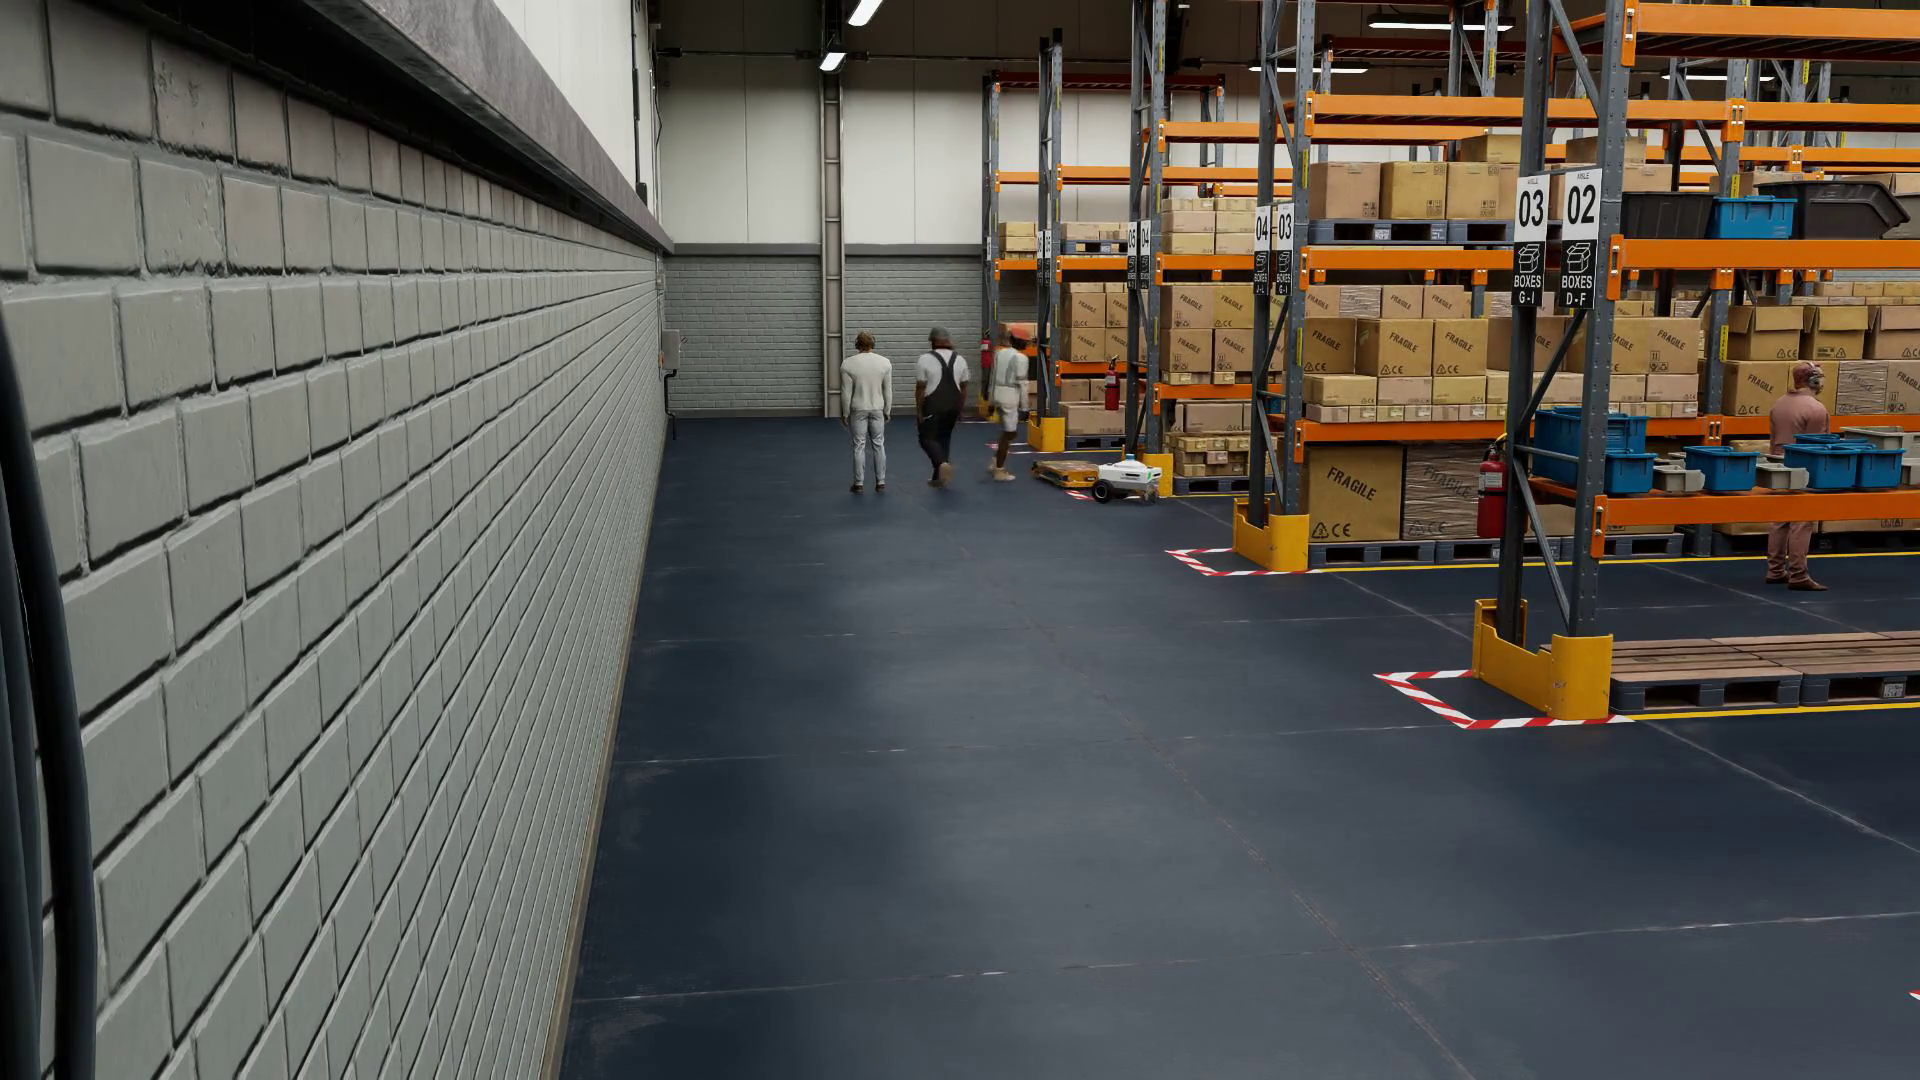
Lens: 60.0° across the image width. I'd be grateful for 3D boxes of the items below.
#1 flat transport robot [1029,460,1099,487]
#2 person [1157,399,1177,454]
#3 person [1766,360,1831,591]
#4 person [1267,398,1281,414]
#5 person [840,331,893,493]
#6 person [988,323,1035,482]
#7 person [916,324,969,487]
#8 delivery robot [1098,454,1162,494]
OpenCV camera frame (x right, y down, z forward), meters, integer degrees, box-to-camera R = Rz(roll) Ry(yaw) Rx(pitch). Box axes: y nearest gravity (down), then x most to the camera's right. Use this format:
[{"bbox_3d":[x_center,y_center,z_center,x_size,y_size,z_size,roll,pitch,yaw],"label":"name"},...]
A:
[{"bbox_3d":[1.395,-0.835,20.741,0.652,0.197,1.431,-3,10,-16],"label":"flat transport robot"},{"bbox_3d":[2.521,-1.616,20.684,0.333,1.860,0.509,-4,10,-24],"label":"person"},{"bbox_3d":[7.020,-0.538,13.865,0.409,1.913,0.646,-1,9,-7],"label":"person"},{"bbox_3d":[4.376,-2.022,23.218,0.382,1.845,0.571,-5,11,-29],"label":"person"},{"bbox_3d":[-1.119,-1.528,19.888,0.629,1.940,0.373,-2,10,-15],"label":"person"},{"bbox_3d":[0.648,-1.713,20.840,0.564,2.003,0.640,-5,10,-28],"label":"person"},{"bbox_3d":[-0.218,-1.635,20.230,0.693,2.000,0.733,-5,11,-29],"label":"person"},{"bbox_3d":[1.937,-0.736,18.966,0.707,0.478,0.477,6,11,33],"label":"delivery robot"}]
